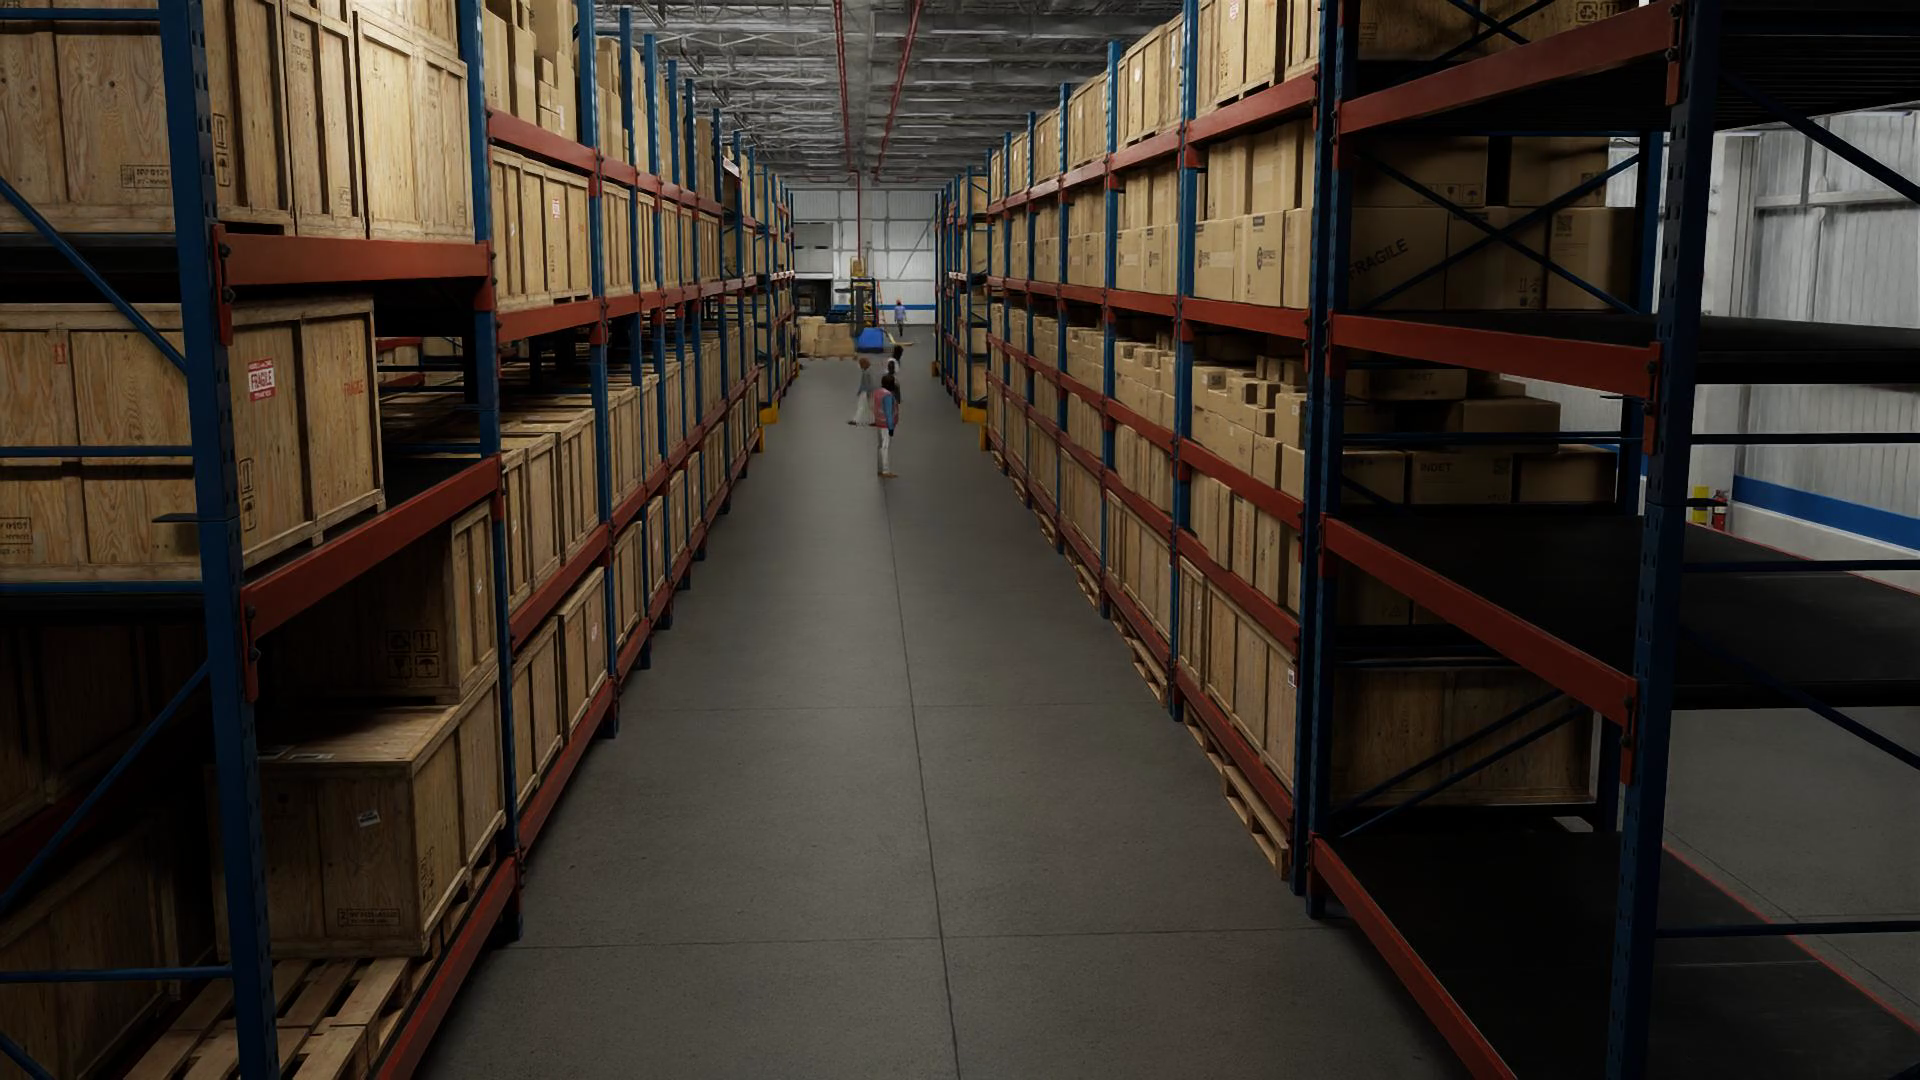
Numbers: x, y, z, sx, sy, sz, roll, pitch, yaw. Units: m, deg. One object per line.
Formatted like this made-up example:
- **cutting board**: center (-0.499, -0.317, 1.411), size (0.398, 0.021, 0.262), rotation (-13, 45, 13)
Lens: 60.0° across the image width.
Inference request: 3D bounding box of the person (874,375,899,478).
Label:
- **person**: center (-1.310, -2.035, 29.755), size (0.430, 1.837, 0.626), rotation (-3, 10, -18)

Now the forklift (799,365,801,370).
- **forklift**: center (-6.591, -7.432, 58.863), size (1.873, 2.768, 1.129), rotation (-1, 10, -3)

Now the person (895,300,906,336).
- **person**: center (-3.088, -11.482, 86.069), size (0.600, 1.873, 0.999), rotation (-1, 10, -4)

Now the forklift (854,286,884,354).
- **forklift**: center (-4.123, -9.110, 68.885), size (1.873, 2.768, 1.129), rotation (-1, 10, -3)

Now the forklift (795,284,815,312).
- **forklift**: center (-7.098, -10.340, 76.232), size (1.129, 2.768, 1.873), rotation (-1, 10, -4)

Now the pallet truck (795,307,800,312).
- **pallet truck**: center (-8.622, -12.439, 91.403), size (1.885, 1.965, 0.823), rotation (2, 10, 13)

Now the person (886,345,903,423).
- **person**: center (-1.545, -3.685, 39.478), size (0.455, 1.876, 0.642), rotation (2, 10, 10)

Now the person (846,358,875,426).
- **person**: center (-2.283, -3.432, 38.801), size (0.831, 1.591, 0.496), rotation (0, 10, 3)
